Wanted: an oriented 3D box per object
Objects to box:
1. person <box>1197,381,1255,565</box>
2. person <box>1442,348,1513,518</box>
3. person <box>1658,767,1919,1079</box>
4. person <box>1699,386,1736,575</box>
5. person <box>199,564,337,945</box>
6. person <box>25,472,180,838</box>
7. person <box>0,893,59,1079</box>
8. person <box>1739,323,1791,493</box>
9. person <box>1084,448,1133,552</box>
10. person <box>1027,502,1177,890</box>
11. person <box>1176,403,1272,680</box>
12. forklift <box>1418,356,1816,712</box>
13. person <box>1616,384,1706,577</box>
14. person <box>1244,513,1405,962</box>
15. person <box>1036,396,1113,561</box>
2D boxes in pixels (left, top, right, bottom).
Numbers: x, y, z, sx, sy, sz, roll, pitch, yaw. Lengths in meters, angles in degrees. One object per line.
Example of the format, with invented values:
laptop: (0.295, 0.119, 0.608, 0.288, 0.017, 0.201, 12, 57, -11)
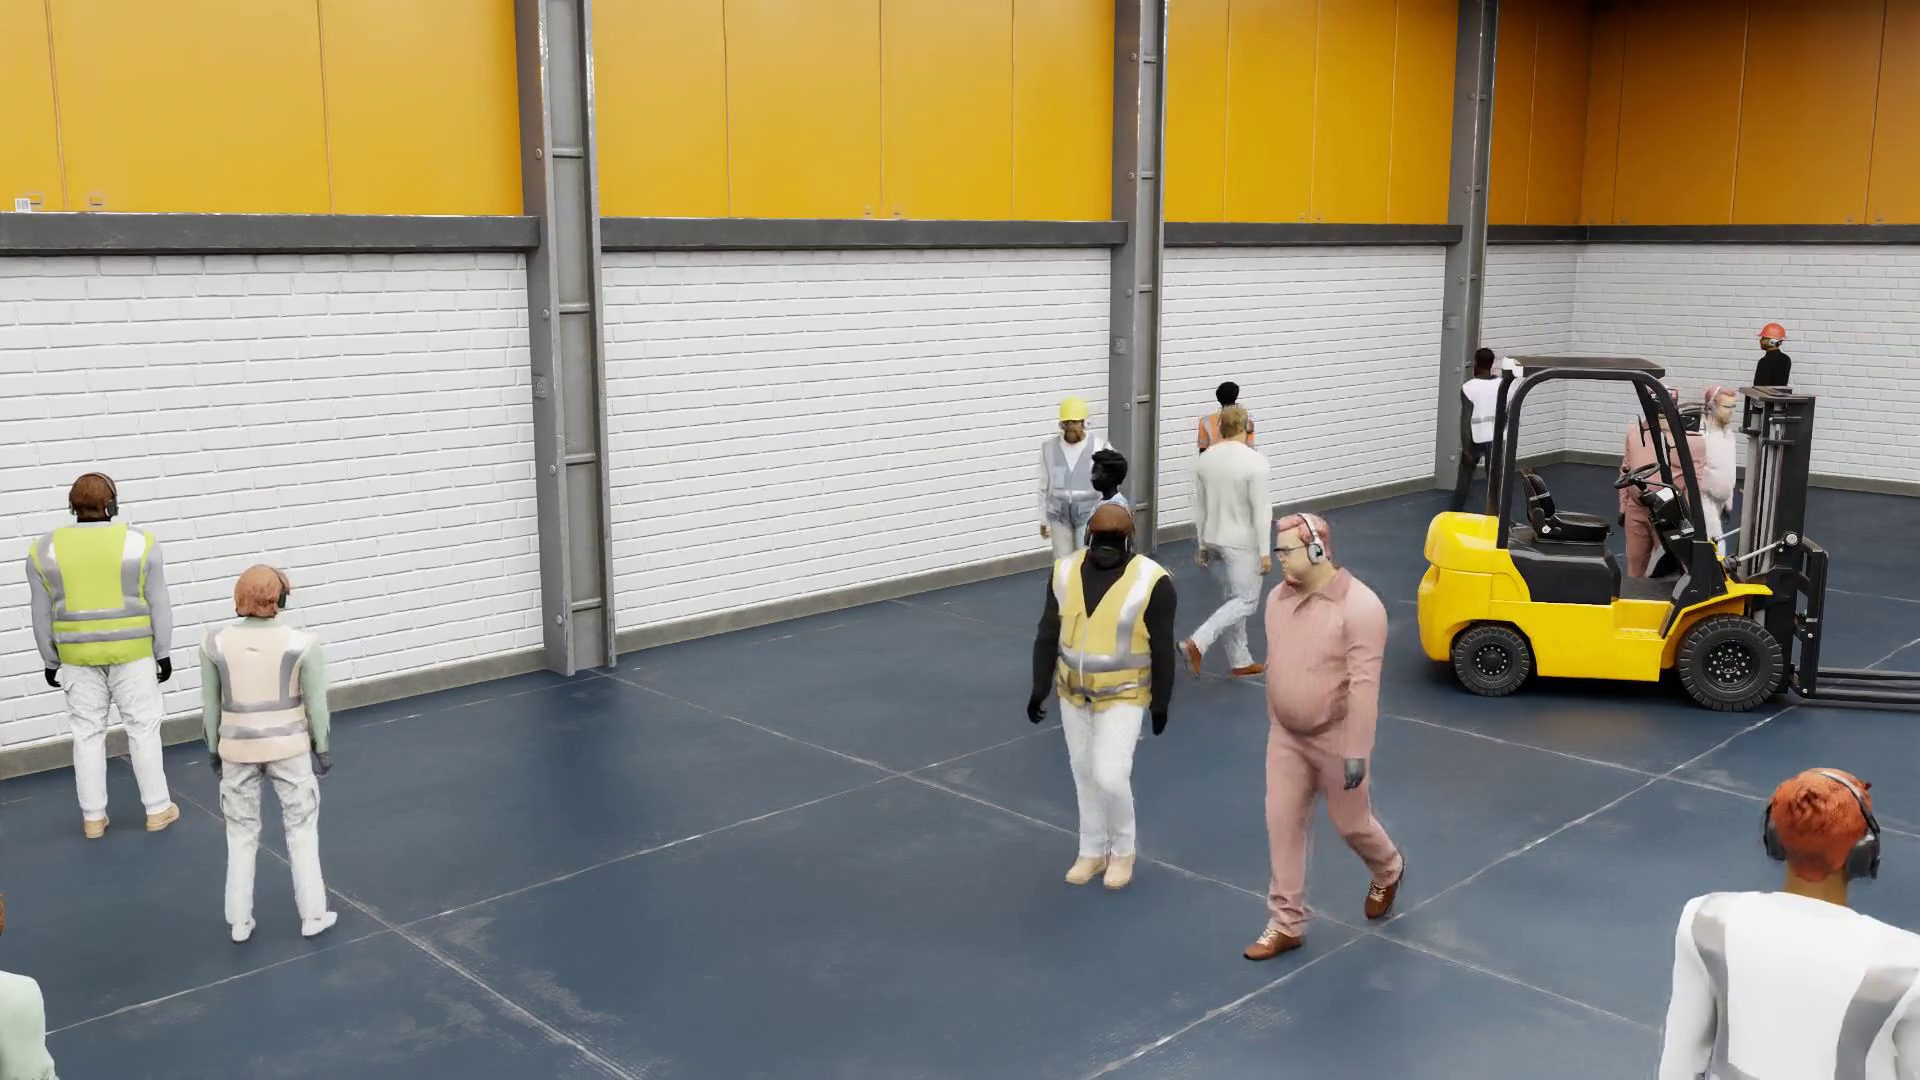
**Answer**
person: (2.423, -0.601, 15.185, 0.528, 1.691, 0.320, 3, 11, 18)
person: (5.306, -1.025, 16.991, 0.598, 1.875, 0.872, -2, 11, -11)
person: (1.821, 1.428, 3.694, 0.839, 1.855, 0.574, -9, 14, -40)
person: (5.833, -0.307, 13.148, 0.648, 1.856, 0.993, -9, 14, -41)
person: (-2.965, 0.915, 7.112, 0.524, 1.624, 0.334, -2, 11, -9)
person: (-4.279, 0.576, 8.348, 0.624, 1.844, 0.430, -3, 11, -16)
person: (-2.318, 1.496, 3.899, 0.501, 1.633, 0.290, 1, 10, 4)
person: (9.393, -1.519, 19.346, 0.622, 1.995, 0.374, -8, 13, -38)
person: (0.925, 0.272, 10.400, 0.315, 1.696, 0.541, -1, 10, -6)
person: (0.646, 0.718, 7.634, 0.644, 1.819, 0.455, 7, 13, 35)
person: (1.770, 0.040, 11.118, 0.735, 1.901, 0.639, -6, 12, -30)
forklift: (4.276, -0.101, 11.076, 2.313, 2.155, 1.214, 2, 11, 13)
person: (5.228, -0.220, 12.524, 0.400, 1.905, 0.643, -7, 12, -33)
person: (1.568, 0.801, 7.049, 0.868, 1.873, 0.645, -8, 13, -39)
person: (0.874, -0.187, 12.568, 0.620, 1.816, 0.416, 3, 11, 15)
